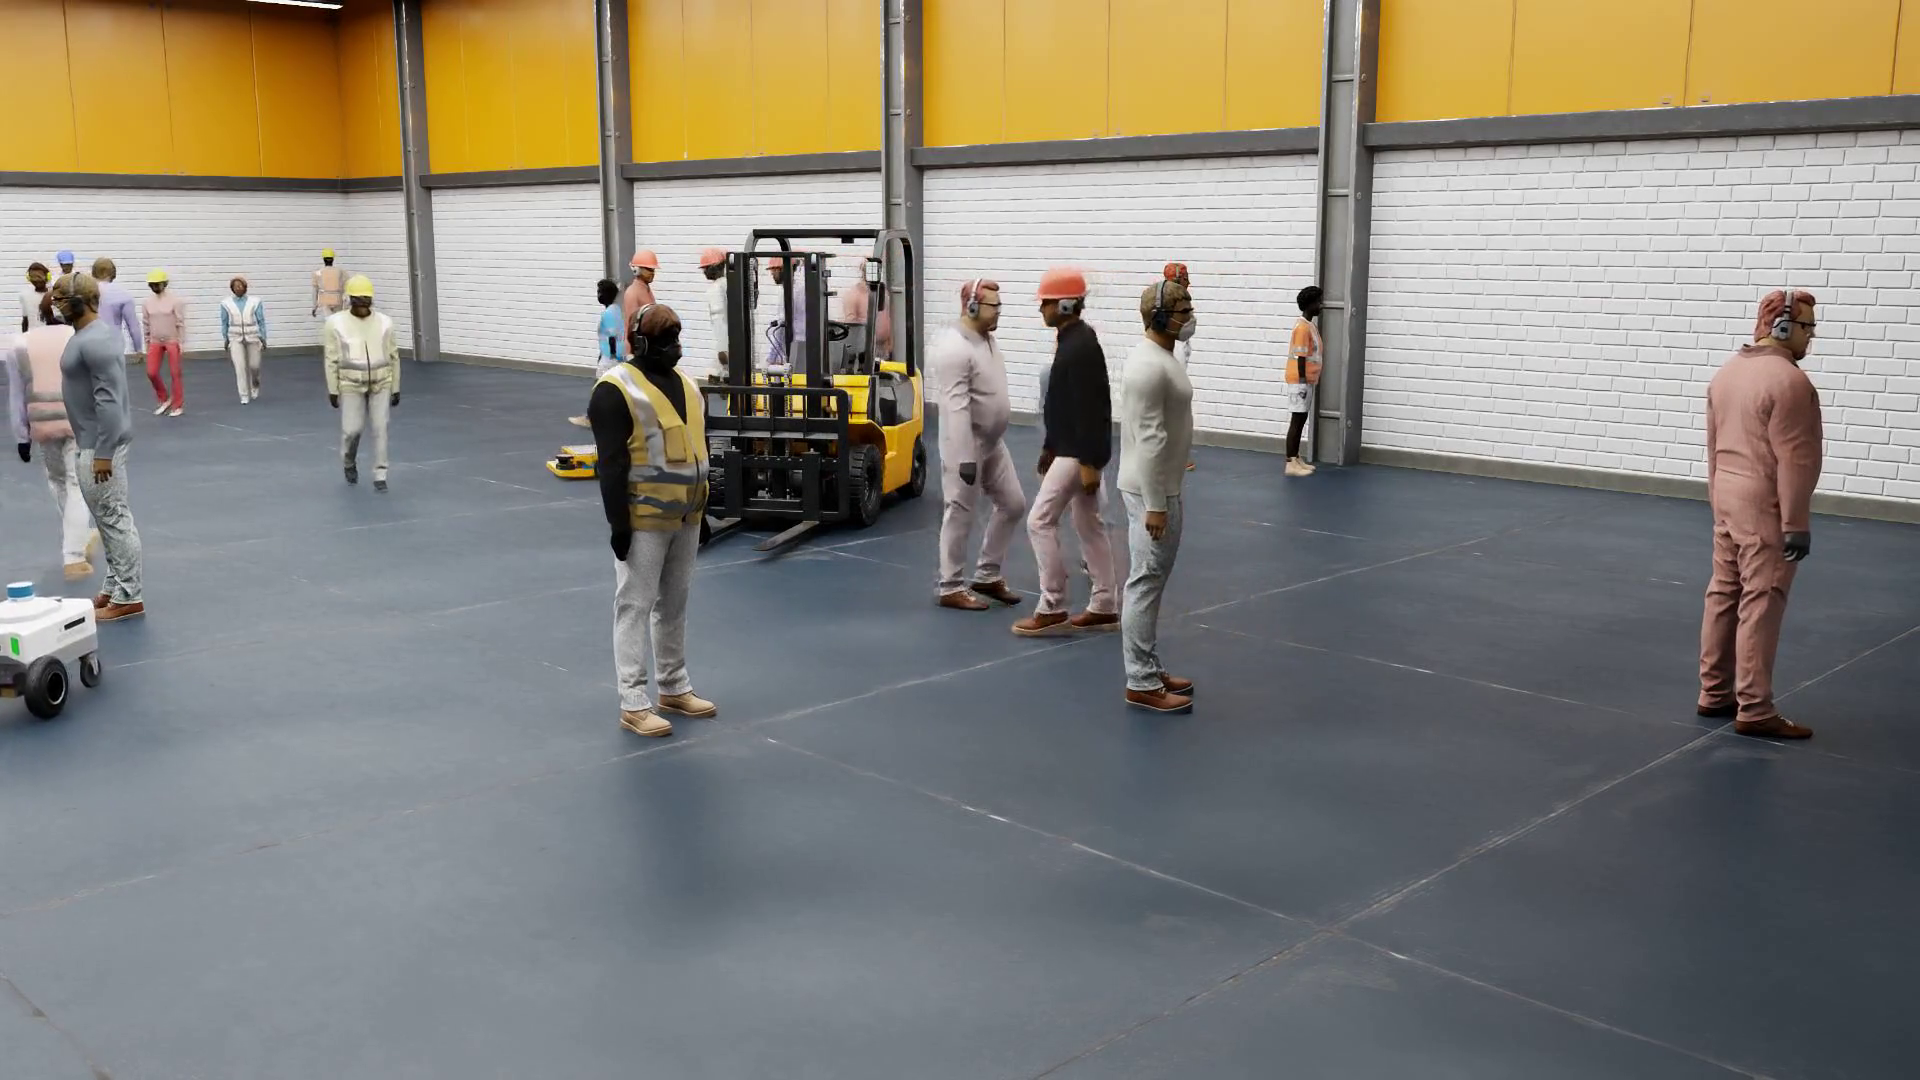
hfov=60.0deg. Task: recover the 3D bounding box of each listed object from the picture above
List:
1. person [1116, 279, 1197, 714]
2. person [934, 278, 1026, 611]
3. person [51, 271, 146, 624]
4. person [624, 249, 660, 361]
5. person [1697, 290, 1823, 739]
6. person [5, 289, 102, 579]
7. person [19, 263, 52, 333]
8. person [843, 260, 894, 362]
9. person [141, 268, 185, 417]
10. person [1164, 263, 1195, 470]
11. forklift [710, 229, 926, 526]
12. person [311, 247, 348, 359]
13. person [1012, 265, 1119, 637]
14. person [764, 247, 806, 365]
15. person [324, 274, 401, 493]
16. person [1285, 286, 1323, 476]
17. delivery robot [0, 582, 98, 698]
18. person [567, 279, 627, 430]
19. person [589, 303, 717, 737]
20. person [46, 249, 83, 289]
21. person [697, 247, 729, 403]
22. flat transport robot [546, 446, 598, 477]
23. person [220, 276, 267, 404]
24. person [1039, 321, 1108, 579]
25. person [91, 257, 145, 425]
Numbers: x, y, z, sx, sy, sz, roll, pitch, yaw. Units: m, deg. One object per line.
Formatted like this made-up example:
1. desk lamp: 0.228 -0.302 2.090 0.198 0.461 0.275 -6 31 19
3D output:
1. person: 0.899 -0.201 7.518 0.372 1.940 0.631 2 11 11
2. person: 0.137 -0.524 9.407 0.585 1.886 0.685 5 11 25
3. person: -4.768 -0.509 9.202 0.355 1.936 0.636 -7 12 -33
4. person: -3.095 -1.840 16.309 0.392 1.991 0.613 1 10 5
5. person: 3.464 -0.114 7.150 0.403 1.904 0.637 -1 10 -4
6. person: -5.630 -0.696 10.605 0.625 1.793 0.953 -1 10 -6
7. person: -10.111 -2.136 18.397 0.538 1.816 0.938 -4 11 -18
8. person: -1.012 -2.126 18.181 0.812 1.878 0.652 8 13 39
9. person: -9.355 -2.316 19.569 0.537 1.749 0.397 0 10 -1
10. person: 1.944 -1.576 15.178 0.347 1.878 0.584 -2 11 -11
11. forklift: -1.050 -1.319 12.920 1.214 2.155 2.313 2 11 13
12. person: -10.858 -4.078 28.707 0.590 1.925 0.378 -5 12 -26
13. person: 0.535 -0.466 8.871 0.723 1.965 0.636 1 10 7
14. person: -1.636 -1.732 15.672 0.627 2.016 0.603 -1 10 -4
15. person: -4.954 -1.294 13.830 0.594 1.819 0.450 -6 12 -30
16. person: 3.062 -1.413 14.817 0.321 1.689 0.530 4 11 19
17. delivery robot: -4.254 0.436 7.566 0.477 0.478 0.707 0 10 0
18. person: -3.853 -2.031 18.287 0.893 1.643 0.544 0 10 2
19. person: -1.295 -0.094 7.201 0.429 1.845 0.621 6 12 28
20. person: -12.293 -3.047 23.042 0.647 1.935 0.428 -9 14 -41
21. person: -2.497 -2.075 17.557 0.525 2.011 0.615 3 11 18
22. flat transport robot: -2.955 -0.737 14.993 1.431 0.197 0.652 -4 11 -22
23. person: -9.146 -2.562 21.255 0.523 1.616 0.658 -4 11 -22
24. person: 0.712 -0.530 10.216 0.520 1.614 0.601 -5 12 -26
25. person: -8.965 -2.028 17.597 0.658 1.890 0.963 0 10 0
